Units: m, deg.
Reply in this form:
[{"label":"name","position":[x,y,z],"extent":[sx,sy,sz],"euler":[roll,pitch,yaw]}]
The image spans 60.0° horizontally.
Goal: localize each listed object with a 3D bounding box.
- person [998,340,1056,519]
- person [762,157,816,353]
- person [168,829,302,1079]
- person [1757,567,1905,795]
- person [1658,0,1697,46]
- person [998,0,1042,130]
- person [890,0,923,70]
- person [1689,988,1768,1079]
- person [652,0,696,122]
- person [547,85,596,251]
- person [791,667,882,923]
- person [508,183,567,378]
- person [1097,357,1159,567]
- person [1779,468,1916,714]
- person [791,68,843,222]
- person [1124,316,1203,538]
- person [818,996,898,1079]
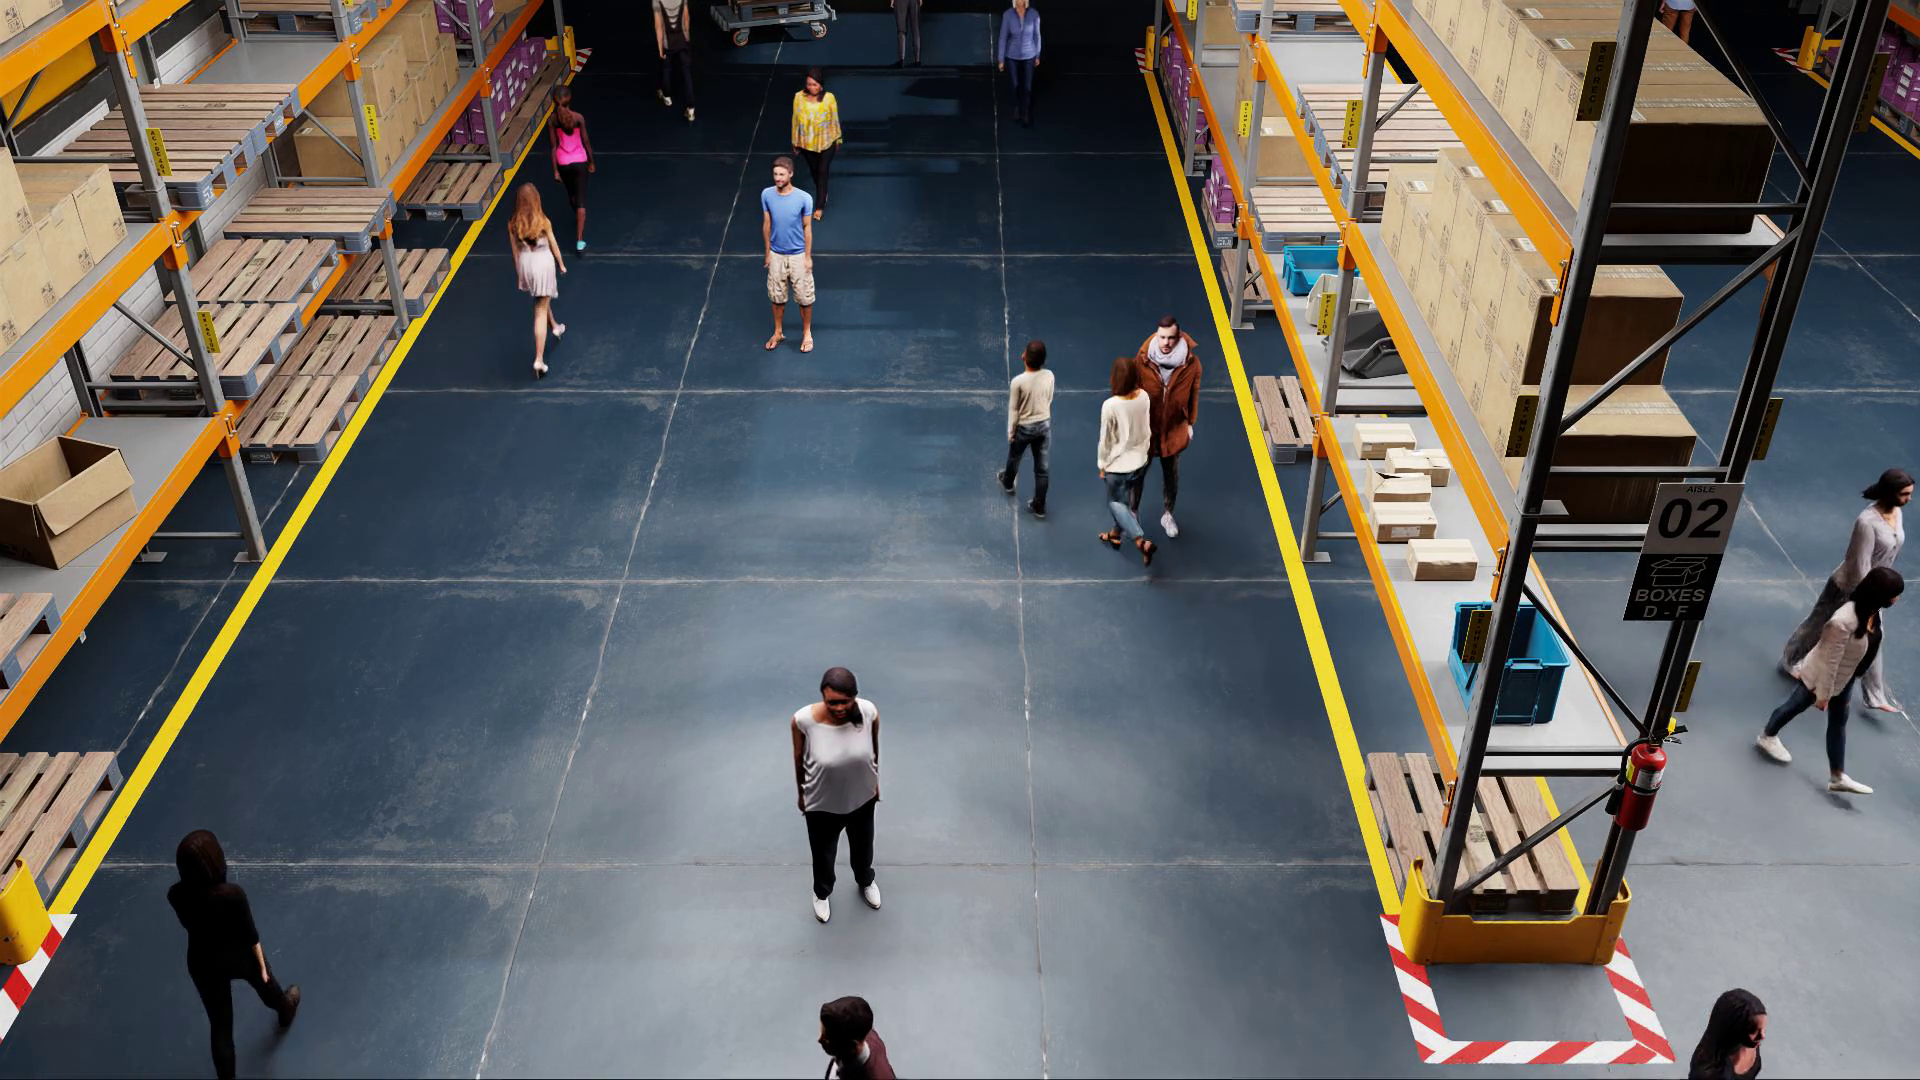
[{"label":"person","position":[0.599,-0.830,12.998],"extent":[0.748,1.436,0.978],"euler":[-11,35,-16]},{"label":"person","position":[-1.578,-2.656,15.360],"extent":[0.704,1.862,0.644],"euler":[6,34,10]},{"label":"person","position":[-3.707,2.177,8.323],"extent":[0.630,1.603,1.082],"euler":[-3,34,-4]},{"label":"person","position":[5.370,0.801,10.401],"extent":[1.002,1.594,1.127],"euler":[-21,39,-28]},{"label":"person","position":[9.662,-7.221,22.264],"extent":[0.681,1.823,0.562],"euler":[1,34,2]},{"label":"person","position":[0.742,-5.984,20.512],"extent":[0.702,1.701,1.057],"euler":[1,34,2]},{"label":"person","position":[-0.712,-7.248,22.341],"extent":[0.615,1.782,0.551],"euler":[-6,34,-8]},{"label":"person","position":[3.304,2.620,7.555],"extent":[0.789,1.715,0.725],"euler":[28,42,35]},{"label":"person","position":[-3.490,-6.108,20.573],"extent":[0.965,1.840,1.287],"euler":[-13,36,-19]},{"label":"person","position":[-4.029,-3.835,17.306],"extent":[0.554,1.672,1.152],"euler":[0,34,0]},{"label":"person","position":[-0.670,1.414,9.394],"extent":[0.722,1.688,0.703],"euler":[-10,35,-14]},{"label":"person","position":[-3.804,-2.292,14.935],"extent":[0.630,1.727,1.112],"euler":[4,34,6]},{"label":"person","position":[1.276,-0.541,12.364],"extent":[0.927,1.657,1.046],"euler":[-20,39,-28]},{"label":"person","position":[5.855,0.282,11.058],"extent":[0.926,1.730,1.148],"euler":[-17,37,-24]},{"label":"person","position":[-1.543,-4.326,18.102],"extent":[0.807,1.608,1.095],"euler":[5,34,8]},{"label":"person","position":[1.523,-0.866,12.688],"extent":[0.691,1.839,0.681],"euler":[1,34,1]},{"label":"person","position":[-0.367,2.681,7.336],"extent":[0.878,1.856,0.752],"euler":[-12,35,-17]}]
